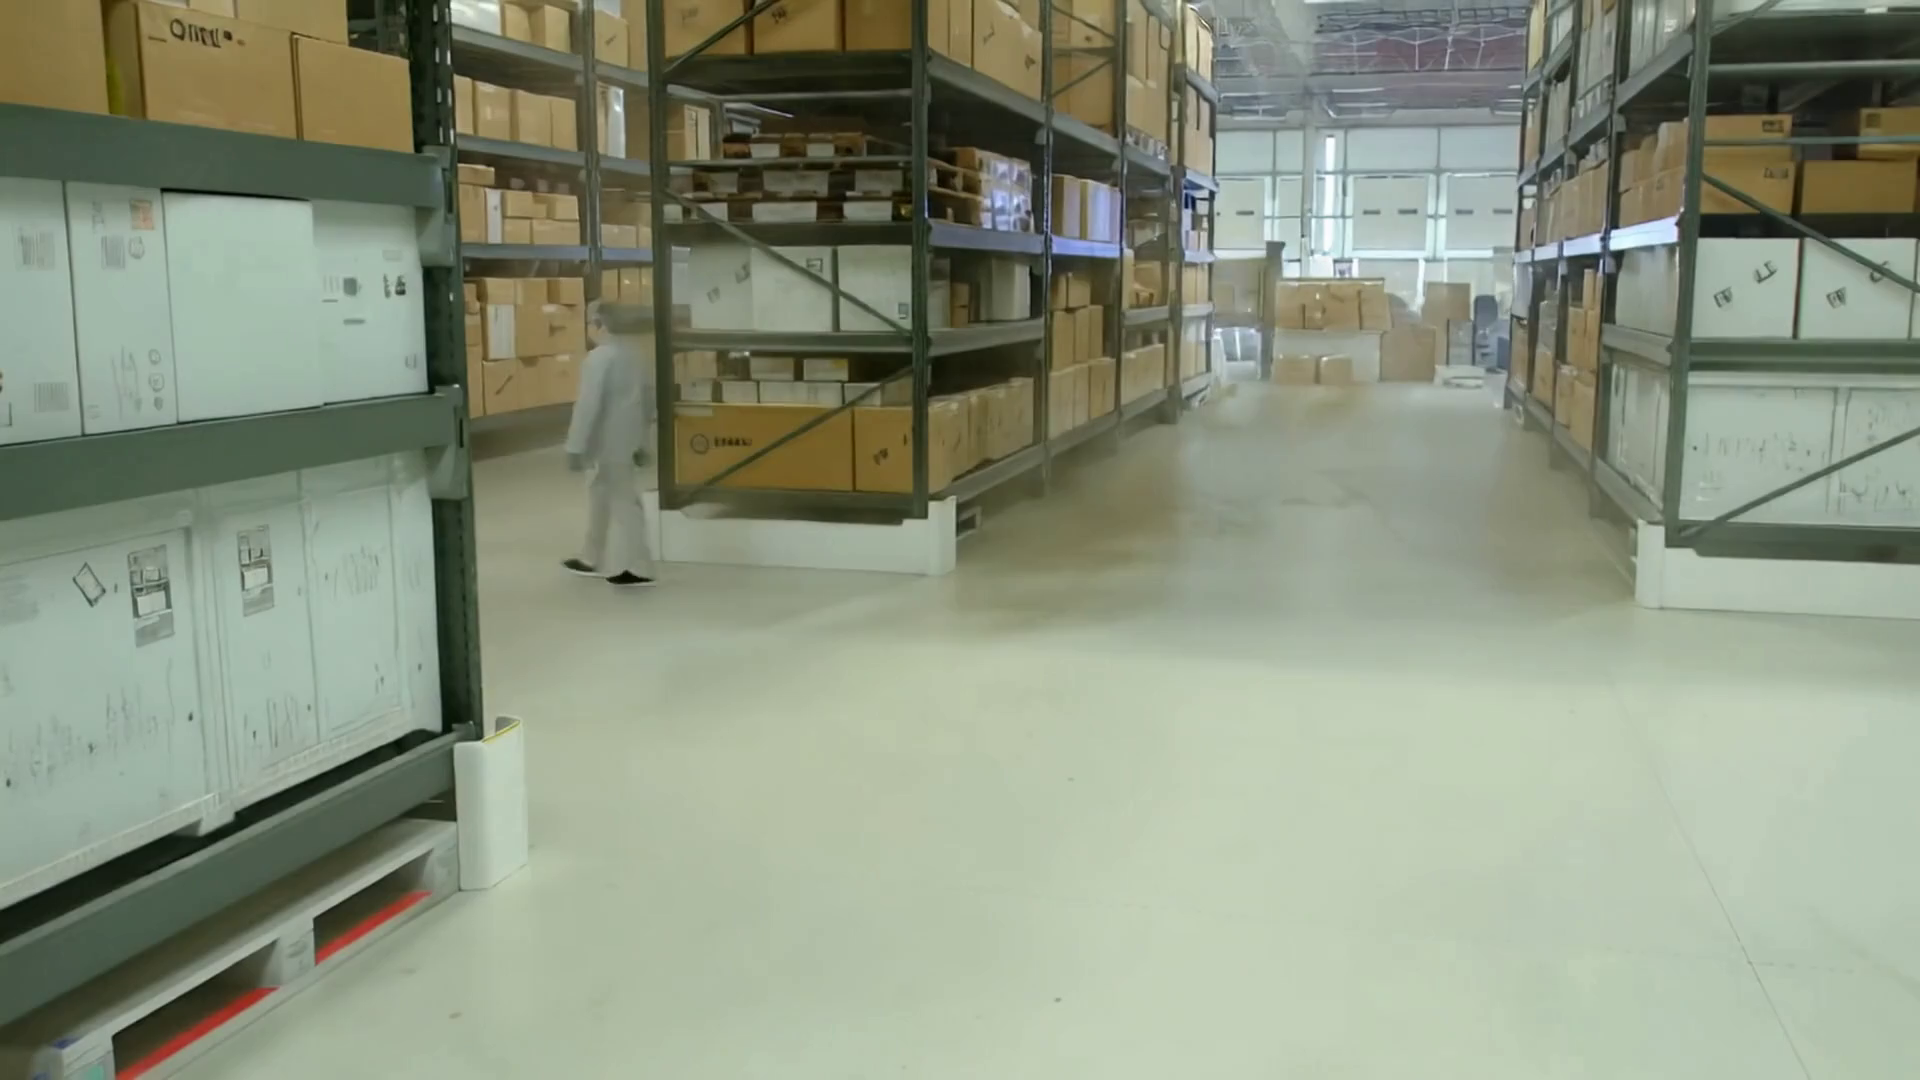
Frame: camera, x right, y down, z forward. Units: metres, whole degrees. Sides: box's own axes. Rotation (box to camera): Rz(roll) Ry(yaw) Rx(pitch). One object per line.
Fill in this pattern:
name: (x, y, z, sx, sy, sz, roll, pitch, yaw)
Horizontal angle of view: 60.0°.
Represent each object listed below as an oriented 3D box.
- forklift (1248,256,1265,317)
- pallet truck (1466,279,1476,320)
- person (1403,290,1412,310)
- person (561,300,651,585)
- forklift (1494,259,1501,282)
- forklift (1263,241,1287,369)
forklift: (11.207, -9.047, 61.251, 1.129, 2.768, 1.873, 2, 9, 15)
pallet truck: (18.896, -8.459, 60.307, 1.885, 1.965, 0.823, 5, 10, 31)
person: (13.718, -6.896, 51.442, 0.840, 1.657, 0.540, 3, 9, 17)
person: (-2.415, -0.633, 10.996, 0.858, 1.872, 0.655, 2, 9, 13)
forklift: (16.034, -7.060, 48.626, 1.129, 2.768, 1.873, 1, 9, 9)
forklift: (6.803, -5.101, 36.181, 1.873, 2.768, 1.129, 2, 9, 14)
